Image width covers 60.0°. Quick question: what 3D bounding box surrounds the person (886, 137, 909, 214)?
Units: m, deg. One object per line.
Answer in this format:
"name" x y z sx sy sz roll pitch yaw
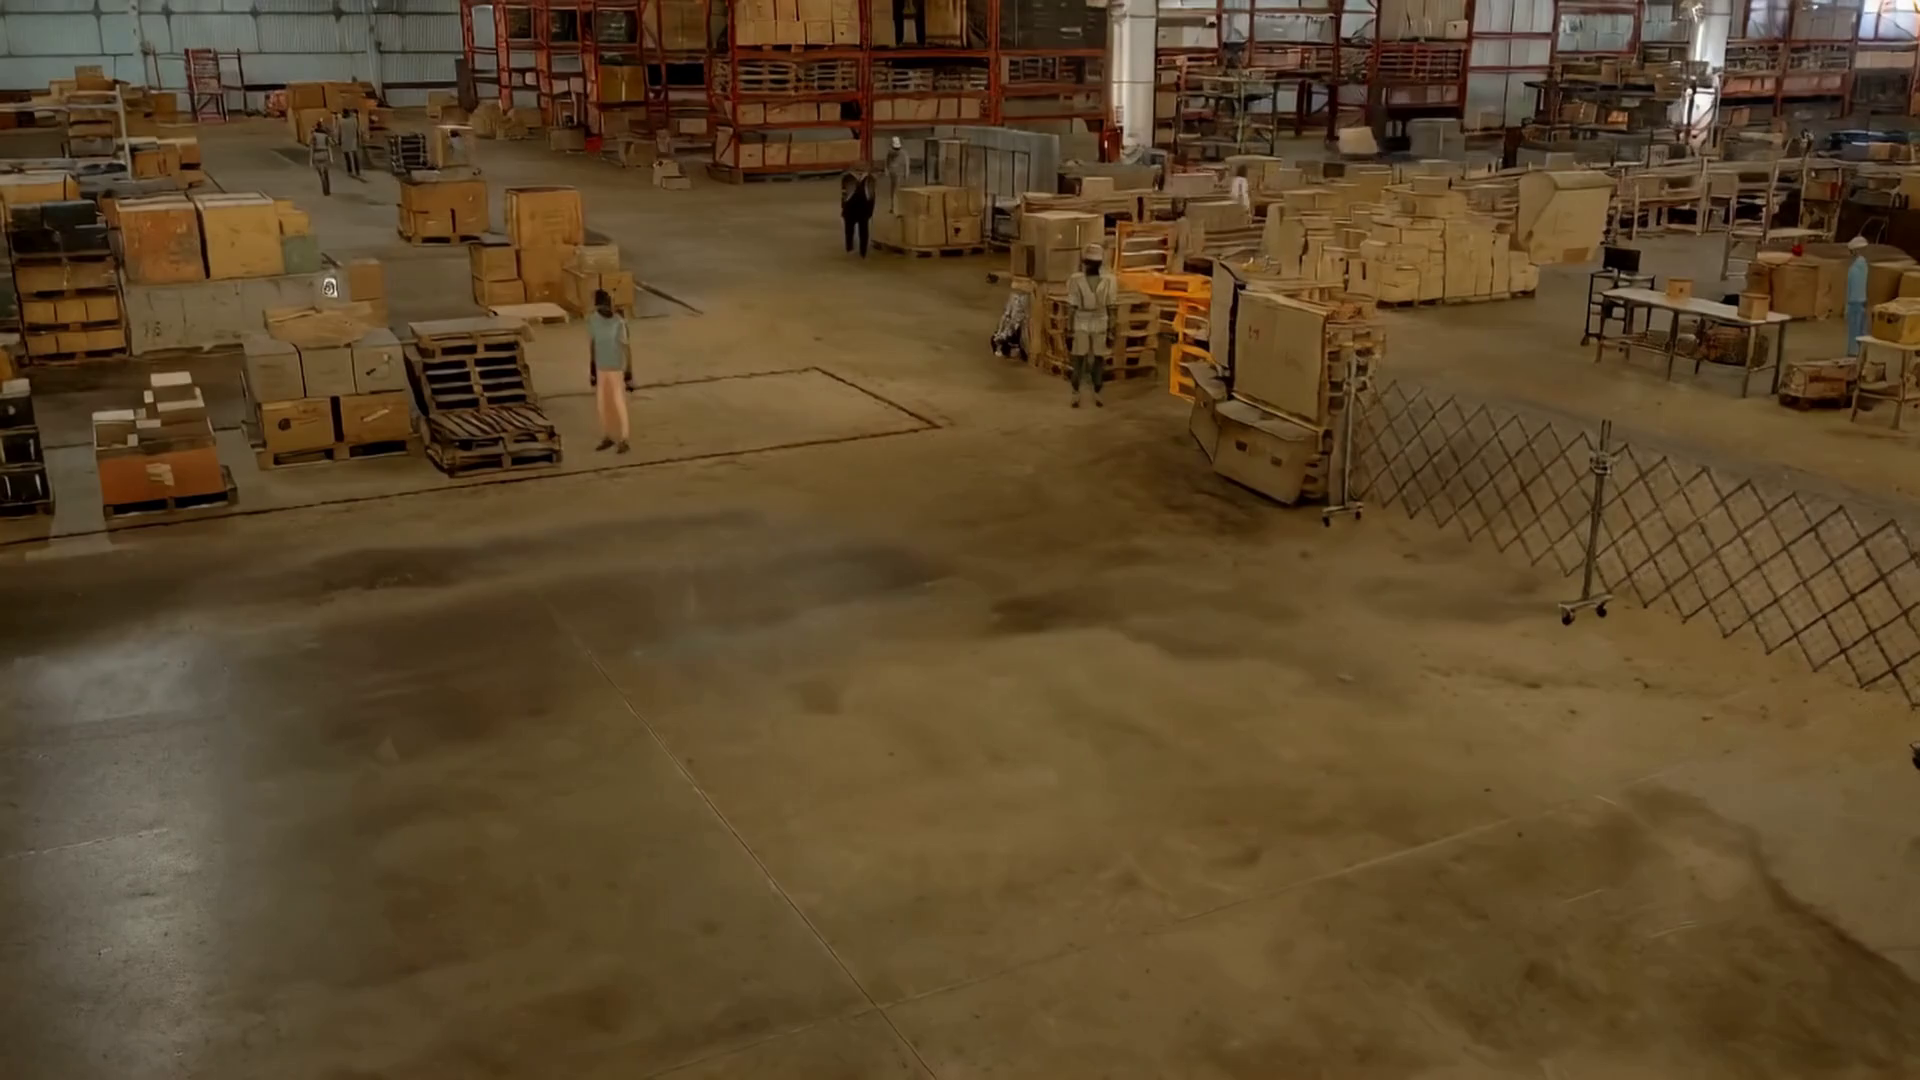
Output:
"person" -1.487 -8.783 39.966 0.585 1.800 0.856 3 18 10

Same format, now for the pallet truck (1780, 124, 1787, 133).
"pallet truck" 25.206 -12.542 52.601 1.601 1.201 0.680 0 18 -2

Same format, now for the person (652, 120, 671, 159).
"person" -8.539 -11.112 47.403 0.554 1.672 0.601 10 21 29

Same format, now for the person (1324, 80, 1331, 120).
"person" 15.053 -17.750 67.713 0.589 1.919 0.560 -6 19 -17

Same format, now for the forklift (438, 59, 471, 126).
"forklift" -19.237 -17.170 64.362 1.873 2.768 1.129 -8 19 -23

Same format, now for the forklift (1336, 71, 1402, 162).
"forklift" 13.029 -13.402 52.617 1.873 2.768 1.129 0 18 1

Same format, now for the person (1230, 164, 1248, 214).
"person" 5.788 -6.987 34.608 0.877 1.652 0.534 -8 19 -23

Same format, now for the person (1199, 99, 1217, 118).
"person" 8.892 -15.189 59.808 0.651 1.879 0.818 0 18 1

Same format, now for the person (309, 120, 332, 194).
"person" -16.766 -10.045 43.701 0.560 1.918 0.558 -12 21 -33

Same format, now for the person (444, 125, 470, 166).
"person" -12.819 -9.568 42.265 0.636 1.891 0.612 8 19 23

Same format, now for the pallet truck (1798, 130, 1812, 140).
"pallet truck" 25.526 -11.556 49.408 1.630 1.274 0.653 -9 20 -26

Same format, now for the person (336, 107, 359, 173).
"person" -18.058 -11.800 49.141 0.605 1.943 0.750 -12 21 -33

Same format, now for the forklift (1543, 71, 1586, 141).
"forklift" 18.685 -13.231 52.085 1.873 2.768 1.129 -9 20 -26

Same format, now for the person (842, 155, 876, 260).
"person" -2.009 -6.536 32.565 0.709 2.000 0.915 -5 18 -15

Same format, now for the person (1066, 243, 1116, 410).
"person" 1.595 -2.592 20.264 0.607 2.044 0.372 -1 18 -5

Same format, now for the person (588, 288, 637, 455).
"person" -3.807 -1.855 18.276 0.573 1.850 0.450 6 19 19

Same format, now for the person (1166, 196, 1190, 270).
"person" 3.436 -4.631 26.943 0.782 1.841 0.549 5 18 14

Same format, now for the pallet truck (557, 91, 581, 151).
"pallet truck" -13.495 -14.412 57.188 0.823 1.965 1.885 -3 18 -9

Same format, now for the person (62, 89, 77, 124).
"person" -32.217 -15.354 60.253 0.591 1.919 0.392 16 24 41

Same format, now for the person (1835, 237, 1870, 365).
"person" 12.268 -3.279 22.868 0.337 1.759 0.525 14 22 37

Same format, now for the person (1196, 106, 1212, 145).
"person" 8.042 -13.392 54.549 0.533 1.670 0.769 -7 19 -22
